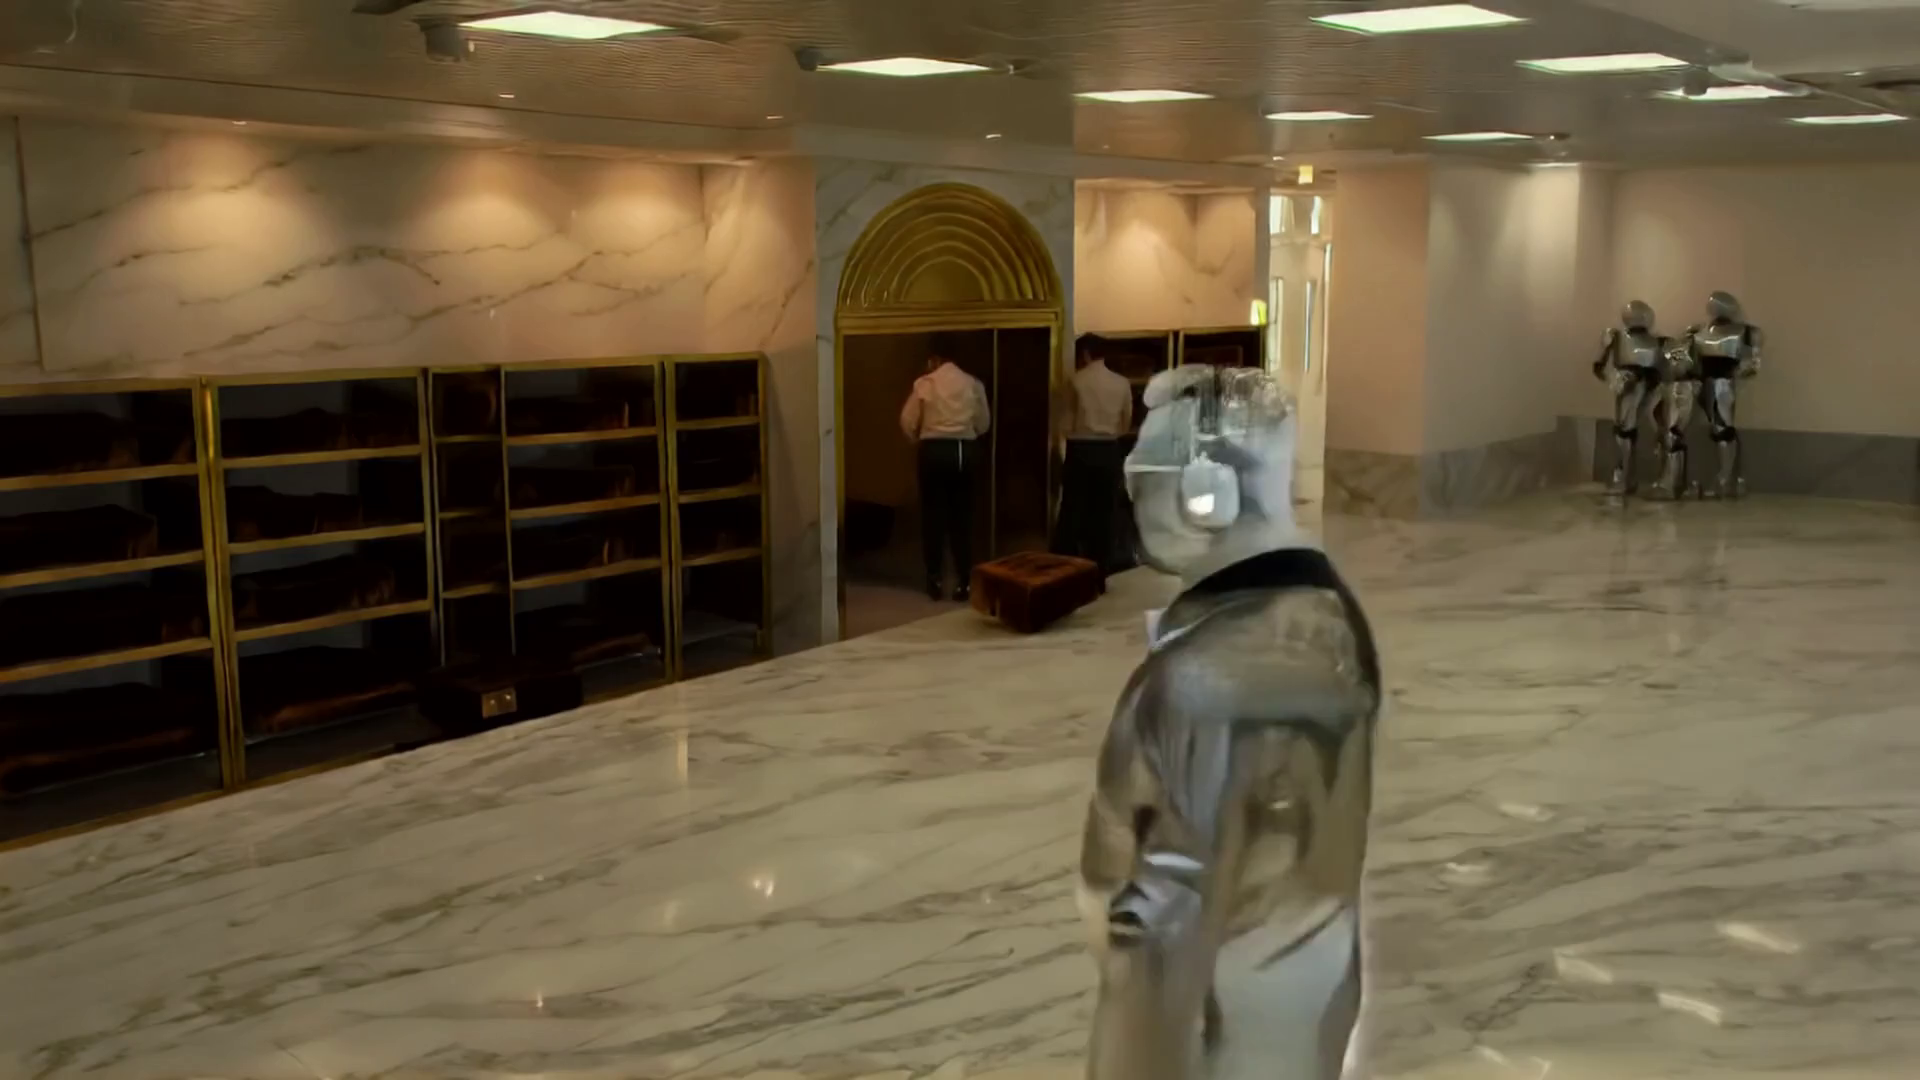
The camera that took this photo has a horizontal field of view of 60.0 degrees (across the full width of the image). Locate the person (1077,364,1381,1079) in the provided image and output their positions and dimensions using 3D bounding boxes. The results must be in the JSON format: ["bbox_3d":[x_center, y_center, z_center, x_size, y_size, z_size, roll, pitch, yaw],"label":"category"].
[{"bbox_3d":[0.431,0.689,2.327,0.957,1.871,0.667,4,11,21],"label":"person"}]
